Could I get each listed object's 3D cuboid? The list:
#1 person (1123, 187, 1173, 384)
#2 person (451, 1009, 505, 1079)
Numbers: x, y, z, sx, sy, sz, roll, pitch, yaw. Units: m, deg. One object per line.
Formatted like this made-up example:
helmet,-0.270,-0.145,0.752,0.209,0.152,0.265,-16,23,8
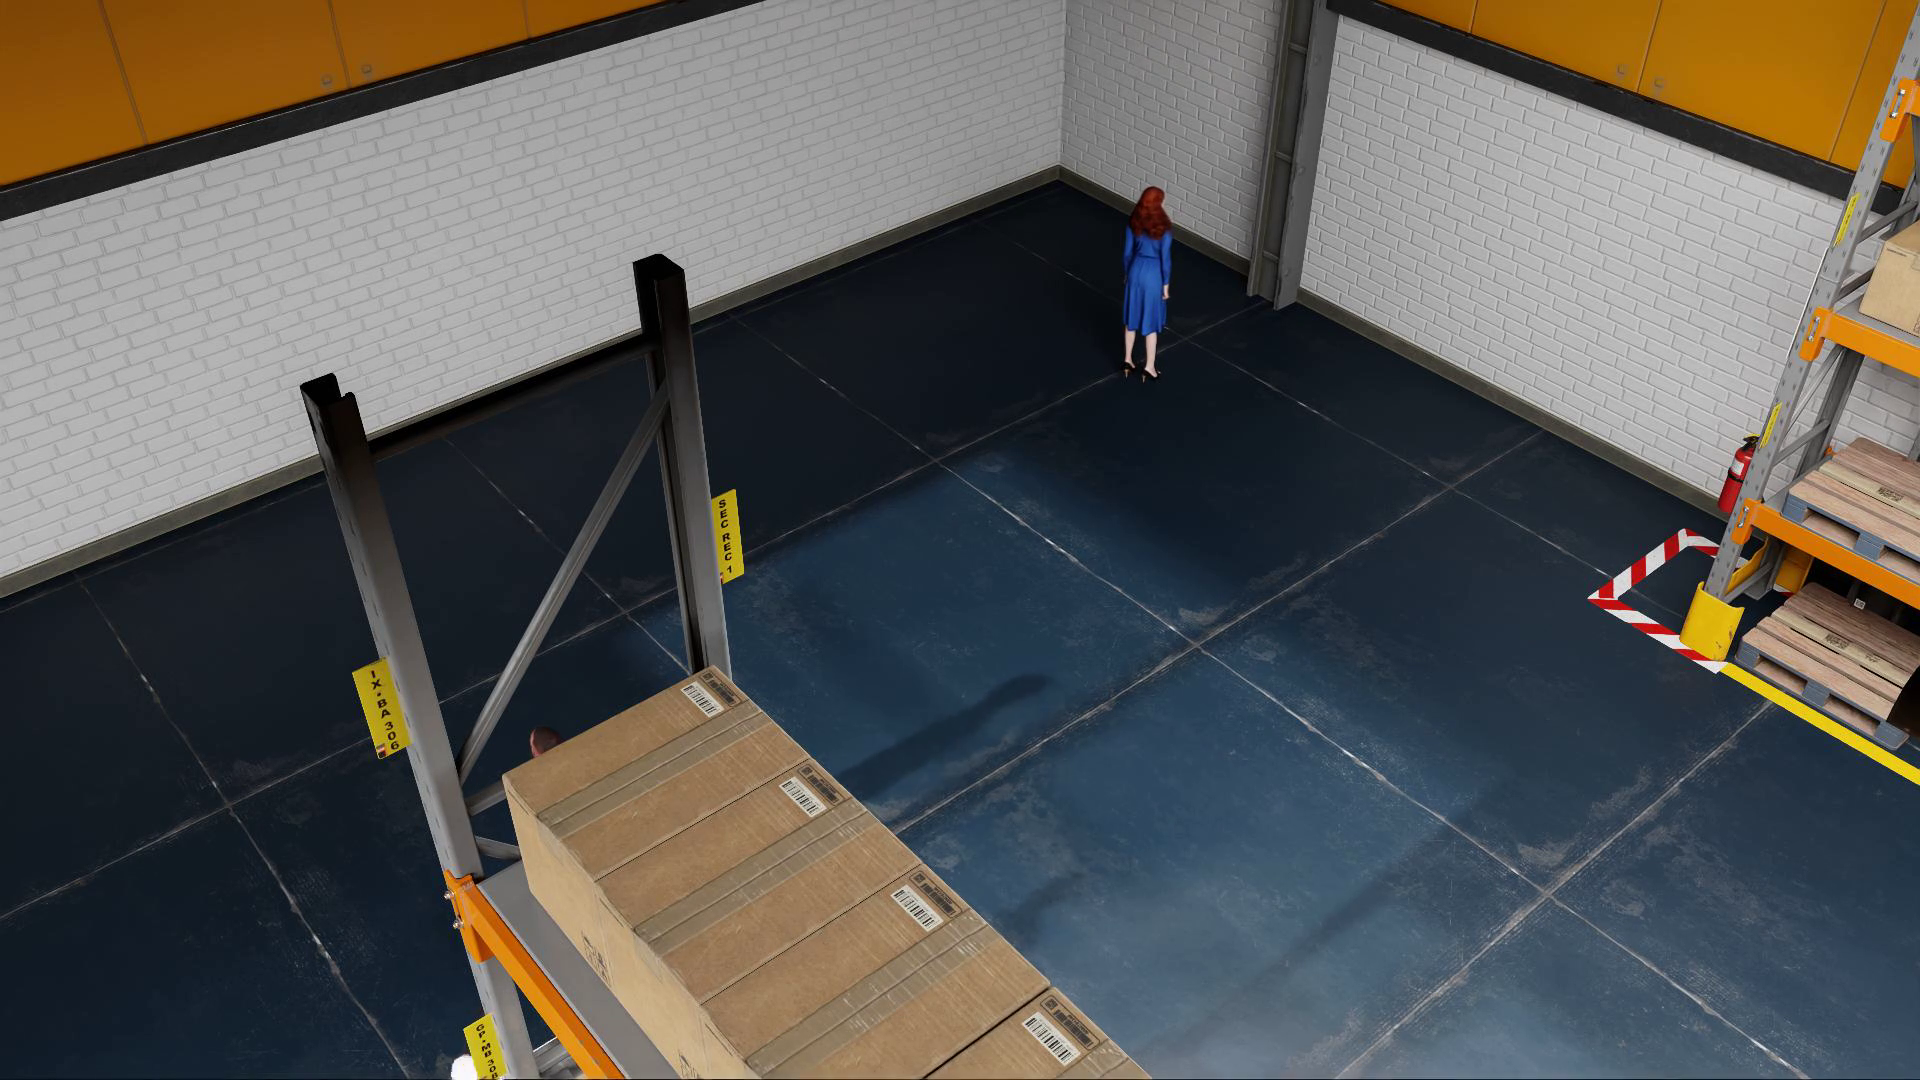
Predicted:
person,1.600,-2.192,14.363,0.580,1.828,0.715,26,45,29
person,-2.110,2.929,7.924,0.790,1.862,0.862,6,39,7
